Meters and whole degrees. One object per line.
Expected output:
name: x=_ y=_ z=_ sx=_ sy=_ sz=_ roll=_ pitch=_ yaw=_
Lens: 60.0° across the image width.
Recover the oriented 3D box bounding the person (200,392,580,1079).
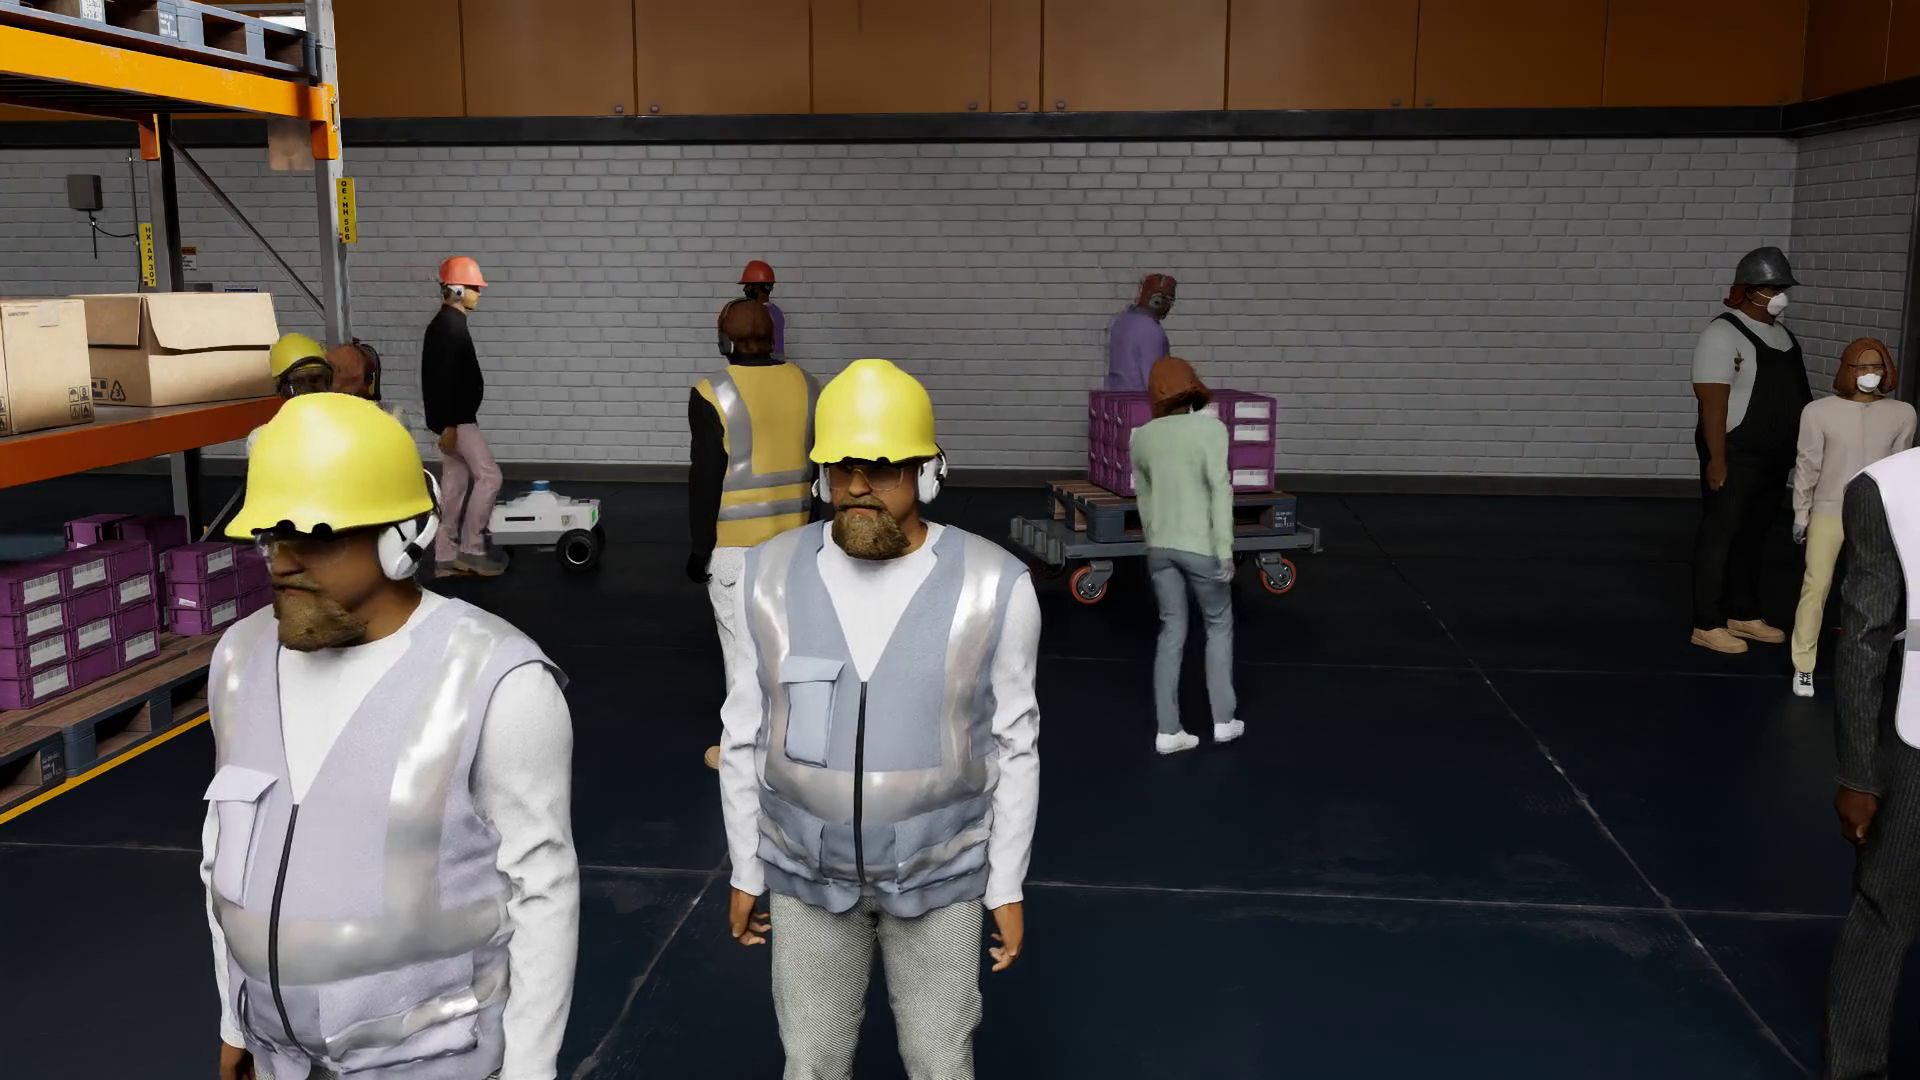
person: x=-0.846 y=0.699 z=2.411 sx=0.601 sy=1.828 sz=0.404 roll=3 pitch=10 yaw=19

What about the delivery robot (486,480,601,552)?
delivery robot: x=-2.651 y=-0.135 z=10.567 sx=0.707 sy=0.478 sz=0.477 roll=-1 pitch=10 yaw=-8

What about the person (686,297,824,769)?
person: x=-0.804 y=-0.014 z=6.471 sx=0.631 sy=1.840 sz=0.428 roll=-9 pitch=14 yaw=-43

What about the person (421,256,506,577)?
person: x=-3.017 y=-0.741 z=10.217 sx=0.593 sy=1.974 sz=0.643 roll=-3 pitch=10 yaw=-19

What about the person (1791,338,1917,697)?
person: x=4.021 y=-0.094 z=7.512 sx=0.507 sy=1.632 sz=0.275 roll=1 pitch=10 yaw=6

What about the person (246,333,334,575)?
person: x=-2.303 y=0.095 z=6.196 sx=0.542 sy=1.723 sz=0.782 roll=-8 pitch=13 yaw=-37

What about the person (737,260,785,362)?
person: x=-1.549 y=-1.197 z=12.958 sx=0.357 sy=1.937 sz=0.551 roll=1 pitch=10 yaw=7

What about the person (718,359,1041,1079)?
person: x=-0.152 y=0.588 z=3.040 sx=0.590 sy=1.833 sz=0.403 roll=1 pitch=10 yaw=6

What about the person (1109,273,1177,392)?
person: x=1.127 y=-0.835 z=11.091 sx=0.589 sy=1.866 sz=0.701 roll=-3 pitch=10 yaw=-16

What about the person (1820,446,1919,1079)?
person: x=2.126 y=0.462 z=3.539 sx=0.591 sy=1.912 sz=0.393 roll=-2 pitch=10 yaw=-9

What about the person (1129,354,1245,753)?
person: x=0.928 y=0.056 z=6.778 sx=0.572 sy=1.579 sz=0.556 roll=8 pitch=13 yaw=38

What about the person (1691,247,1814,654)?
person: x=4.036 y=-0.457 z=8.428 sx=0.682 sy=2.000 sz=0.537 roll=-7 pitch=12 yaw=-36

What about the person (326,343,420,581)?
person: x=-2.610 y=-0.036 z=7.197 sx=0.530 sy=1.623 sz=0.504 roll=1 pitch=10 yaw=6
